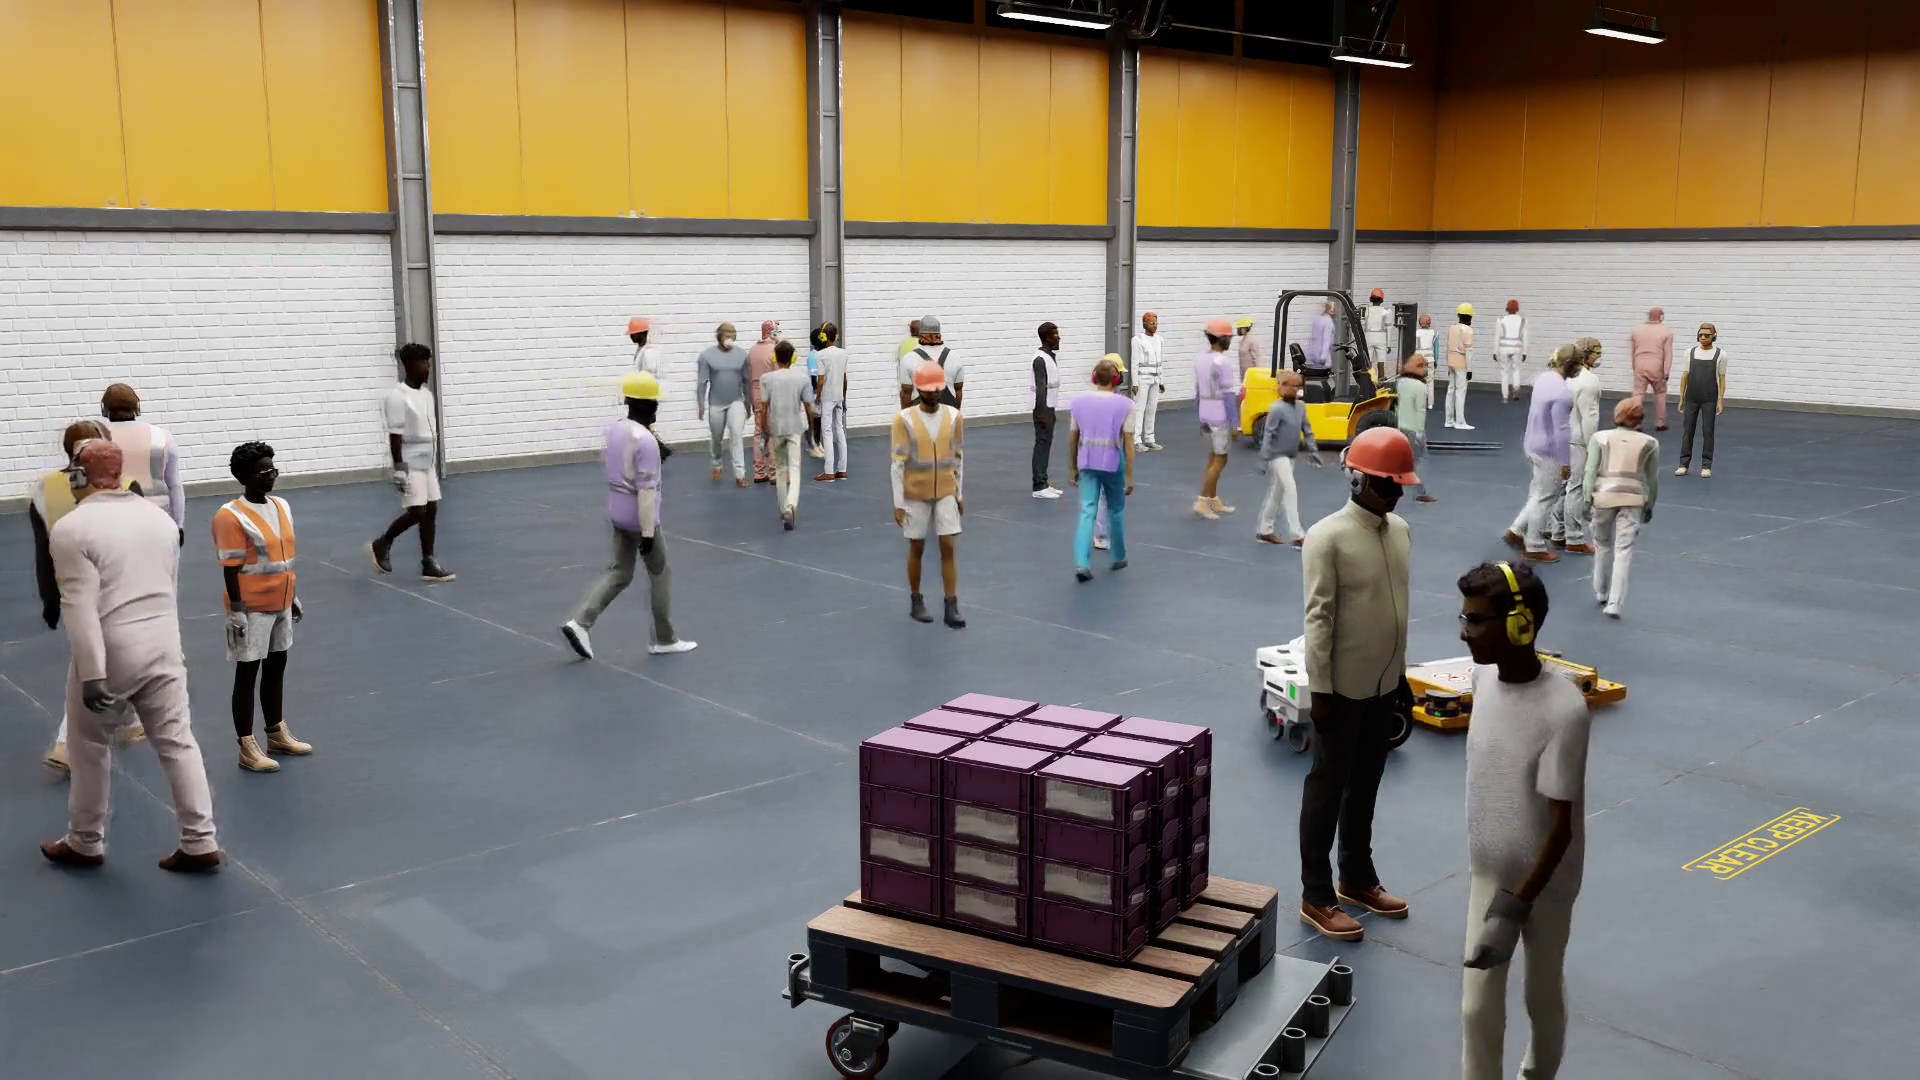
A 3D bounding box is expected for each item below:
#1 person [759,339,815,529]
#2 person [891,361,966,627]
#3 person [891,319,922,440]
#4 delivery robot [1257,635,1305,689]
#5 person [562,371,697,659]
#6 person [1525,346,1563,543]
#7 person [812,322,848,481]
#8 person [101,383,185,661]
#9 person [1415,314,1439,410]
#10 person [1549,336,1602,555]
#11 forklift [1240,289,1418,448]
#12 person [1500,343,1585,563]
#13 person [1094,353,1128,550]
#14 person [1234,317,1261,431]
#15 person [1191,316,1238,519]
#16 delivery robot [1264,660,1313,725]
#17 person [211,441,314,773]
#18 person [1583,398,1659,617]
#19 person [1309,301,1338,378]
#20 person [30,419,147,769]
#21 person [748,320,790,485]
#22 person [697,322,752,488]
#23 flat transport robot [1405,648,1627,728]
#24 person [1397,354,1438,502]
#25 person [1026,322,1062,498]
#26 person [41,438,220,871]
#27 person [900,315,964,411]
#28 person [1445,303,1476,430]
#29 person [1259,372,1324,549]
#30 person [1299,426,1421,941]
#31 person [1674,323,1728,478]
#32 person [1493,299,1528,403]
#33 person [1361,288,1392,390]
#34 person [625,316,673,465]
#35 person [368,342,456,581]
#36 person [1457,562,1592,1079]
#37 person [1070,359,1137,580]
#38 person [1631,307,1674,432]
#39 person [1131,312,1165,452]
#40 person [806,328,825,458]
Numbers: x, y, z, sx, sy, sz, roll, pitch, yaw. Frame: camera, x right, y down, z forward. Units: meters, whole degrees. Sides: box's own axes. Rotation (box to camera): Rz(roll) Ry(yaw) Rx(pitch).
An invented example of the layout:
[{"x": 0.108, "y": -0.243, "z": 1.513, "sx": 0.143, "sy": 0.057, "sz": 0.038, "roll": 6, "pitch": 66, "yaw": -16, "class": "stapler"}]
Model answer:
[{"x": -1.691, "y": -1.034, "z": 16.229, "sx": 0.526, "sy": 1.831, "sz": 0.887, "roll": 0, "pitch": 10, "yaw": -3, "class": "person"}, {"x": -0.201, "y": -0.309, "z": 11.812, "sx": 0.571, "sy": 1.894, "sz": 0.790, "roll": -3, "pitch": 10, "yaw": -17, "class": "person"}, {"x": -0.617, "y": -2.004, "z": 21.939, "sx": 0.750, "sy": 1.818, "sz": 0.624, "roll": -8, "pitch": 13, "yaw": -40, "class": "person"}, {"x": 2.043, "y": 0.708, "z": 9.467, "sx": 0.707, "sy": 0.478, "sz": 0.477, "roll": -5, "pitch": 11, "yaw": -27, "class": "delivery robot"}, {"x": -2.178, "y": -0.151, "z": 10.847, "sx": 0.827, "sy": 1.902, "sz": 0.588, "roll": -8, "pitch": 13, "yaw": -39, "class": "person"}, {"x": 5.500, "y": -0.882, "z": 15.409, "sx": 0.455, "sy": 1.817, "sz": 0.638, "roll": -2, "pitch": 10, "yaw": -10, "class": "person"}, {"x": -1.527, "y": -1.621, "z": 19.528, "sx": 0.328, "sy": 1.872, "sz": 0.511, "roll": 8, "pitch": 13, "yaw": 40, "class": "person"}, {"x": -5.263, "y": -0.077, "z": 10.581, "sx": 0.625, "sy": 1.843, "sz": 0.429, "roll": -5, "pitch": 11, "yaw": -27, "class": "person"}, {"x": 7.952, "y": -3.044, "z": 28.538, "sx": 0.517, "sy": 1.638, "sz": 0.314, "roll": -1, "pitch": 10, "yaw": -4, "class": "person"}, {"x": 5.477, "y": -0.839, "z": 14.765, "sx": 0.375, "sy": 1.936, "sz": 0.627, "roll": -1, "pitch": 10, "yaw": -4, "class": "person"}, {"x": 5.034, "y": -2.339, "z": 22.783, "sx": 2.313, "sy": 2.155, "sz": 1.214, "roll": 3, "pitch": 10, "yaw": 16, "class": "forklift"}, {"x": 5.017, "y": -0.723, "z": 14.172, "sx": 0.481, "sy": 1.902, "sz": 0.678, "roll": 0, "pitch": 10, "yaw": 3, "class": "person"}, {"x": 1.349, "y": -0.795, "z": 15.001, "sx": 0.314, "sy": 1.769, "sz": 0.525, "roll": 1, "pitch": 10, "yaw": 5, "class": "person"}, {"x": 4.313, "y": -2.484, "z": 24.992, "sx": 0.649, "sy": 1.727, "sz": 0.535, "roll": -2, "pitch": 10, "yaw": -14, "class": "person"}, {"x": 2.580, "y": -1.222, "z": 16.758, "sx": 0.500, "sy": 2.055, "sz": 0.613, "roll": -3, "pitch": 10, "yaw": -18, "class": "person"}, {"x": 2.007, "y": 0.791, "z": 8.977, "sx": 0.707, "sy": 0.478, "sz": 0.477, "roll": -3, "pitch": 10, "yaw": -18, "class": "delivery robot"}, {"x": -3.601, "y": 0.335, "z": 8.588, "sx": 0.319, "sy": 1.696, "sz": 0.532, "roll": 2, "pitch": 10, "yaw": 13, "class": "person"}, {"x": 4.884, "y": -0.255, "z": 12.338, "sx": 0.517, "sy": 1.575, "sz": 0.850, "roll": 3, "pitch": 10, "yaw": 19, "class": "person"}, {"x": 6.240, "y": -3.249, "z": 29.136, "sx": 0.714, "sy": 1.862, "sz": 0.661, "roll": -2, "pitch": 10, "yaw": -13, "class": "person"}, {"x": -4.509, "y": 0.279, "z": 8.660, "sx": 0.616, "sy": 1.811, "sz": 0.951, "roll": 3, "pitch": 10, "yaw": 17, "class": "person"}, {"x": -2.182, "y": -1.592, "z": 19.262, "sx": 0.402, "sy": 1.904, "sz": 0.651, "roll": -9, "pitch": 14, "yaw": -44, "class": "person"}, {"x": -2.724, "y": -1.575, "z": 19.271, "sx": 0.644, "sy": 1.905, "sz": 0.992, "roll": -3, "pitch": 10, "yaw": -15, "class": "person"}, {"x": 3.136, "y": 0.851, "z": 9.732, "sx": 1.431, "sy": 0.197, "sz": 0.652, "roll": -5, "pitch": 11, "yaw": -26, "class": "flat transport robot"}, {"x": 4.755, "y": -1.182, "z": 17.730, "sx": 0.717, "sy": 1.613, "sz": 0.505, "roll": -4, "pitch": 10, "yaw": -21, "class": "person"}, {"x": 0.924, "y": -1.420, "z": 18.217, "sx": 0.375, "sy": 1.918, "sz": 0.598, "roll": 2, "pitch": 10, "yaw": 11, "class": "person"}, {"x": -3.601, "y": 0.505, "z": 7.108, "sx": 0.945, "sy": 1.860, "sz": 0.667, "roll": 4, "pitch": 10, "yaw": 22, "class": "person"}, {"x": -0.325, "y": -1.309, "z": 17.205, "sx": 0.684, "sy": 2.000, "sz": 0.538, "roll": -3, "pitch": 10, "yaw": -19, "class": "person"}, {"x": 7.640, "y": -2.650, "z": 25.382, "sx": 0.385, "sy": 1.928, "sz": 0.589, "roll": -3, "pitch": 10, "yaw": -16, "class": "person"}, {"x": 3.013, "y": -0.711, "z": 15.003, "sx": 0.802, "sy": 1.596, "sz": 0.516, "roll": 9, "pitch": 13, "yaw": 41, "class": "person"}, {"x": 1.575, "y": 0.544, "z": 6.506, "sx": 0.611, "sy": 1.988, "sz": 0.391, "roll": -9, "pitch": 13, "yaw": -41, "class": "person"}, {"x": 8.862, "y": -1.668, "z": 19.876, "sx": 0.505, "sy": 1.847, "sz": 0.344, "roll": 7, "pitch": 12, "yaw": 34, "class": "person"}, {"x": 9.887, "y": -3.391, "z": 29.903, "sx": 0.578, "sy": 1.871, "sz": 0.438, "roll": 1, "pitch": 10, "yaw": 7, "class": "person"}, {"x": 7.731, "y": -3.662, "z": 30.972, "sx": 0.605, "sy": 2.045, "sz": 0.383, "roll": 4, "pitch": 10, "yaw": 21, "class": "person"}, {"x": -3.803, "y": -1.751, "z": 20.156, "sx": 0.507, "sy": 1.913, "sz": 0.571, "roll": -4, "pitch": 11, "yaw": -24, "class": "person"}, {"x": -4.445, "y": -0.621, "z": 13.431, "sx": 0.609, "sy": 1.953, "sz": 0.633, "roll": 2, "pitch": 10, "yaw": 13, "class": "person"}, {"x": 1.534, "y": 0.959, "z": 4.623, "sx": 0.899, "sy": 1.797, "sz": 0.457, "roll": -8, "pitch": 12, "yaw": -38, "class": "person"}, {"x": 1.159, "y": -0.582, "z": 13.669, "sx": 0.596, "sy": 1.806, "sz": 0.956, "roll": 4, "pitch": 10, "yaw": 22, "class": "person"}, {"x": 10.422, "y": -2.559, "z": 25.027, "sx": 0.659, "sy": 1.871, "sz": 0.923, "roll": 8, "pitch": 13, "yaw": 40, "class": "person"}, {"x": 2.546, "y": -2.136, "z": 22.505, "sx": 0.585, "sy": 1.882, "sz": 0.340, "roll": -8, "pitch": 13, "yaw": -40, "class": "person"}, {"x": -1.852, "y": -1.924, "z": 21.806, "sx": 0.318, "sy": 1.698, "sz": 0.535, "roll": 1, "pitch": 10, "yaw": 8, "class": "person"}]
